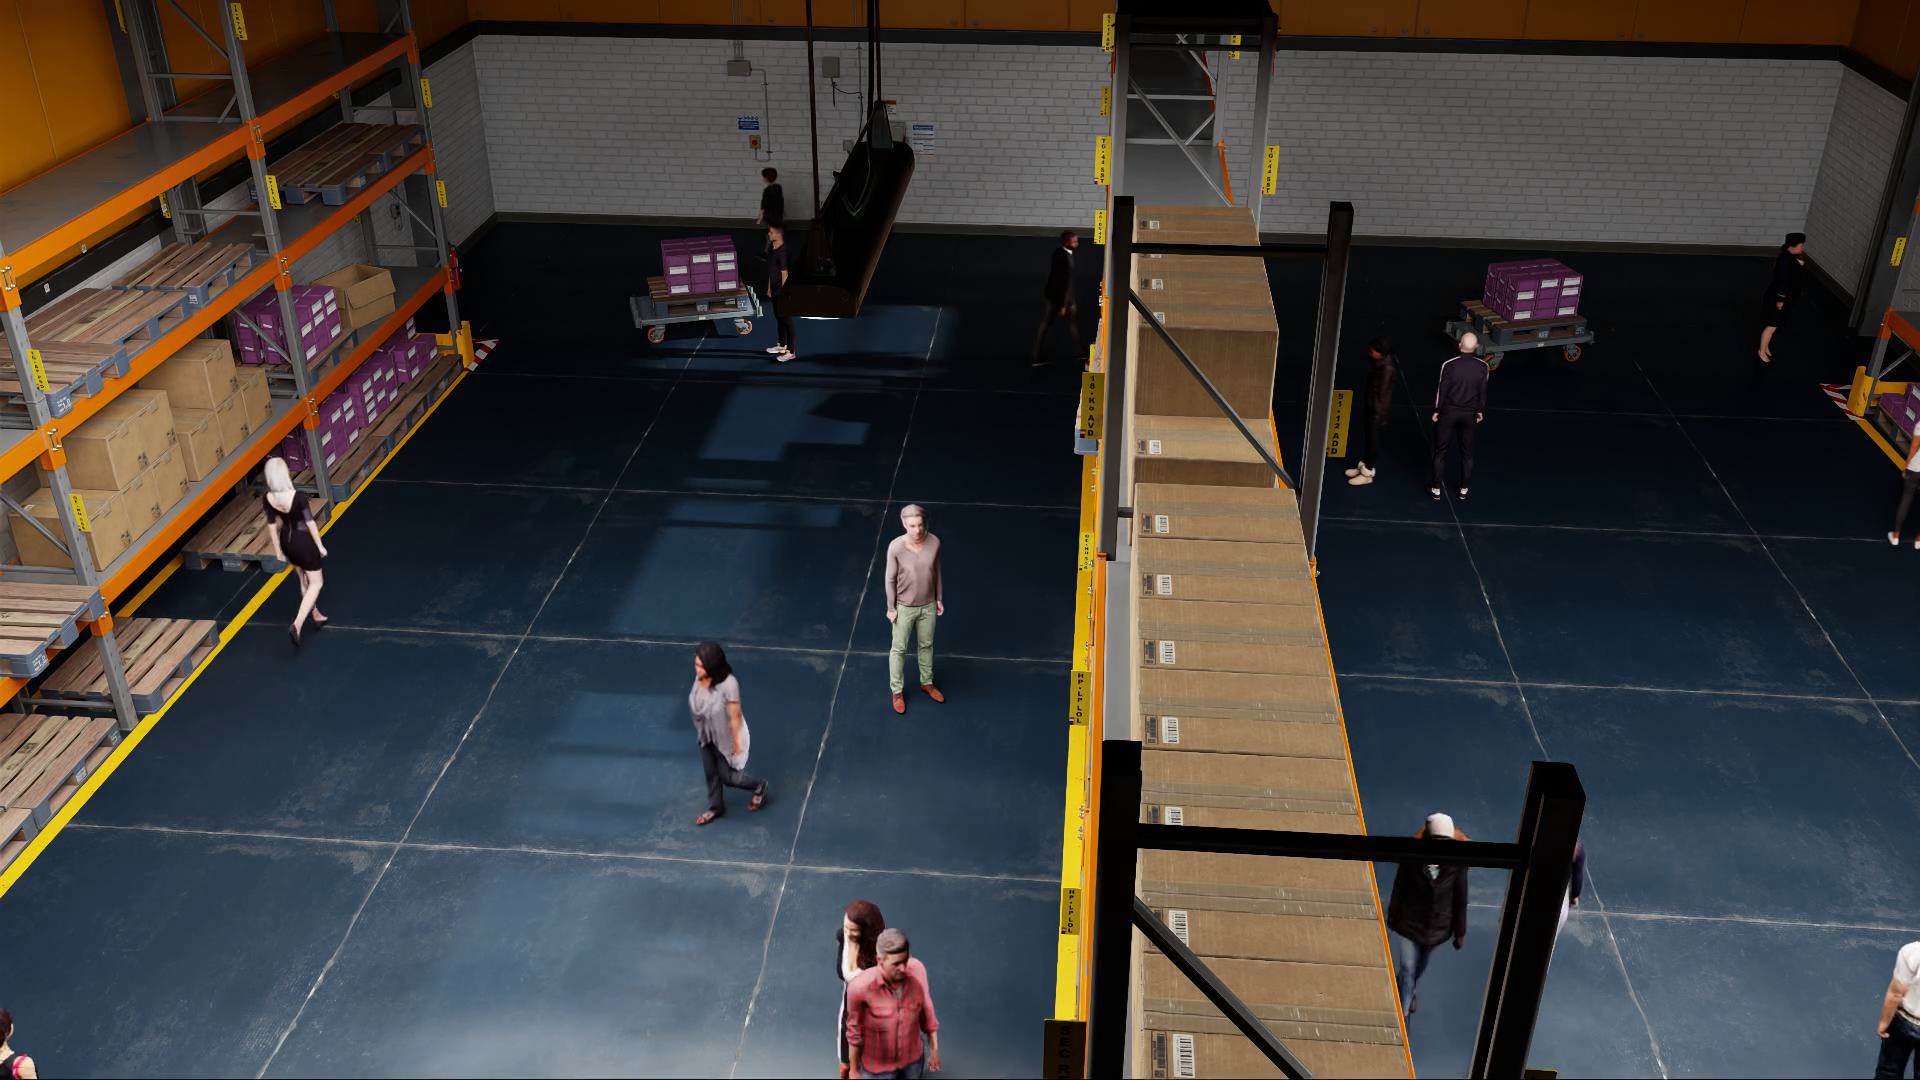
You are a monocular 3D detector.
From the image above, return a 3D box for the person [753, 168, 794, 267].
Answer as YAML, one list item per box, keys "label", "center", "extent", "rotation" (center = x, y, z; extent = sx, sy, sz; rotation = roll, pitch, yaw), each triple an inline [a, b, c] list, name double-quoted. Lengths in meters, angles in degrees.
- label: "person"
  center: [-2.644, -4.599, 23.888]
  extent: [0.838, 1.413, 0.964]
  rotation: [14, 32, 25]

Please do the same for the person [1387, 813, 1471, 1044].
- label: "person"
  center: [3.022, 2.408, 10.832]
  extent: [0.638, 1.616, 0.850]
  rotation: [3, 29, 6]

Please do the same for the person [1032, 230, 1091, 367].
- label: "person"
  center: [1.157, -2.940, 20.497]
  extent: [1.126, 1.749, 1.192]
  rotation: [-14, 32, -24]

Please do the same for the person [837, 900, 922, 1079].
- label: "person"
  center: [-0.488, 2.804, 9.954]
  extent: [0.901, 1.761, 1.168]
  rotation: [16, 32, 26]

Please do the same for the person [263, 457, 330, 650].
- label: "person"
  center: [-5.911, 0.134, 14.799]
  extent: [0.642, 1.808, 1.018]
  rotation: [4, 29, 8]

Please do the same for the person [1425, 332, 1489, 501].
- label: "person"
  center: [5.201, -1.291, 17.384]
  extent: [0.697, 1.834, 0.588]
  rotation: [0, 29, 0]

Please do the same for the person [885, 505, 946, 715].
- label: "person"
  center: [-0.390, 0.538, 13.990]
  extent: [0.771, 1.875, 0.779]
  rotation: [-13, 31, -22]

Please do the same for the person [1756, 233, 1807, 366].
- label: "person"
  center: [10.222, -3.017, 20.720]
  extent: [0.866, 1.671, 0.746]
  rotation: [18, 33, 29]

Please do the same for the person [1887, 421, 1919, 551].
- label: "person"
  center: [9.584, -0.694, 16.487]
  extent: [0.634, 1.646, 0.629]
  rotation: [12, 31, 21]

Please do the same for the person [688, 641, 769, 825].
- label: "person"
  center: [-1.751, 1.429, 12.649]
  extent: [0.960, 1.594, 0.892]
  rotation: [-24, 37, -37]

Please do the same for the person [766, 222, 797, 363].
- label: "person"
  center: [-2.239, -3.123, 20.815]
  extent: [0.779, 1.765, 0.672]
  rotation: [-14, 32, -24]

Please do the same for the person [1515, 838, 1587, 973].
- label: "person"
  center: [3.796, 2.396, 10.888]
  extent: [0.717, 1.583, 0.895]
  rotation: [8, 30, 14]

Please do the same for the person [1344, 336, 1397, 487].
- label: "person"
  center: [4.452, -1.394, 17.757]
  extent: [0.654, 1.659, 0.592]
  rotation: [16, 32, 27]

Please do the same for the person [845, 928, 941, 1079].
- label: "person"
  center: [-0.413, 2.949, 9.624]
  extent: [0.800, 1.822, 0.804]
  rotation: [-14, 32, -24]
